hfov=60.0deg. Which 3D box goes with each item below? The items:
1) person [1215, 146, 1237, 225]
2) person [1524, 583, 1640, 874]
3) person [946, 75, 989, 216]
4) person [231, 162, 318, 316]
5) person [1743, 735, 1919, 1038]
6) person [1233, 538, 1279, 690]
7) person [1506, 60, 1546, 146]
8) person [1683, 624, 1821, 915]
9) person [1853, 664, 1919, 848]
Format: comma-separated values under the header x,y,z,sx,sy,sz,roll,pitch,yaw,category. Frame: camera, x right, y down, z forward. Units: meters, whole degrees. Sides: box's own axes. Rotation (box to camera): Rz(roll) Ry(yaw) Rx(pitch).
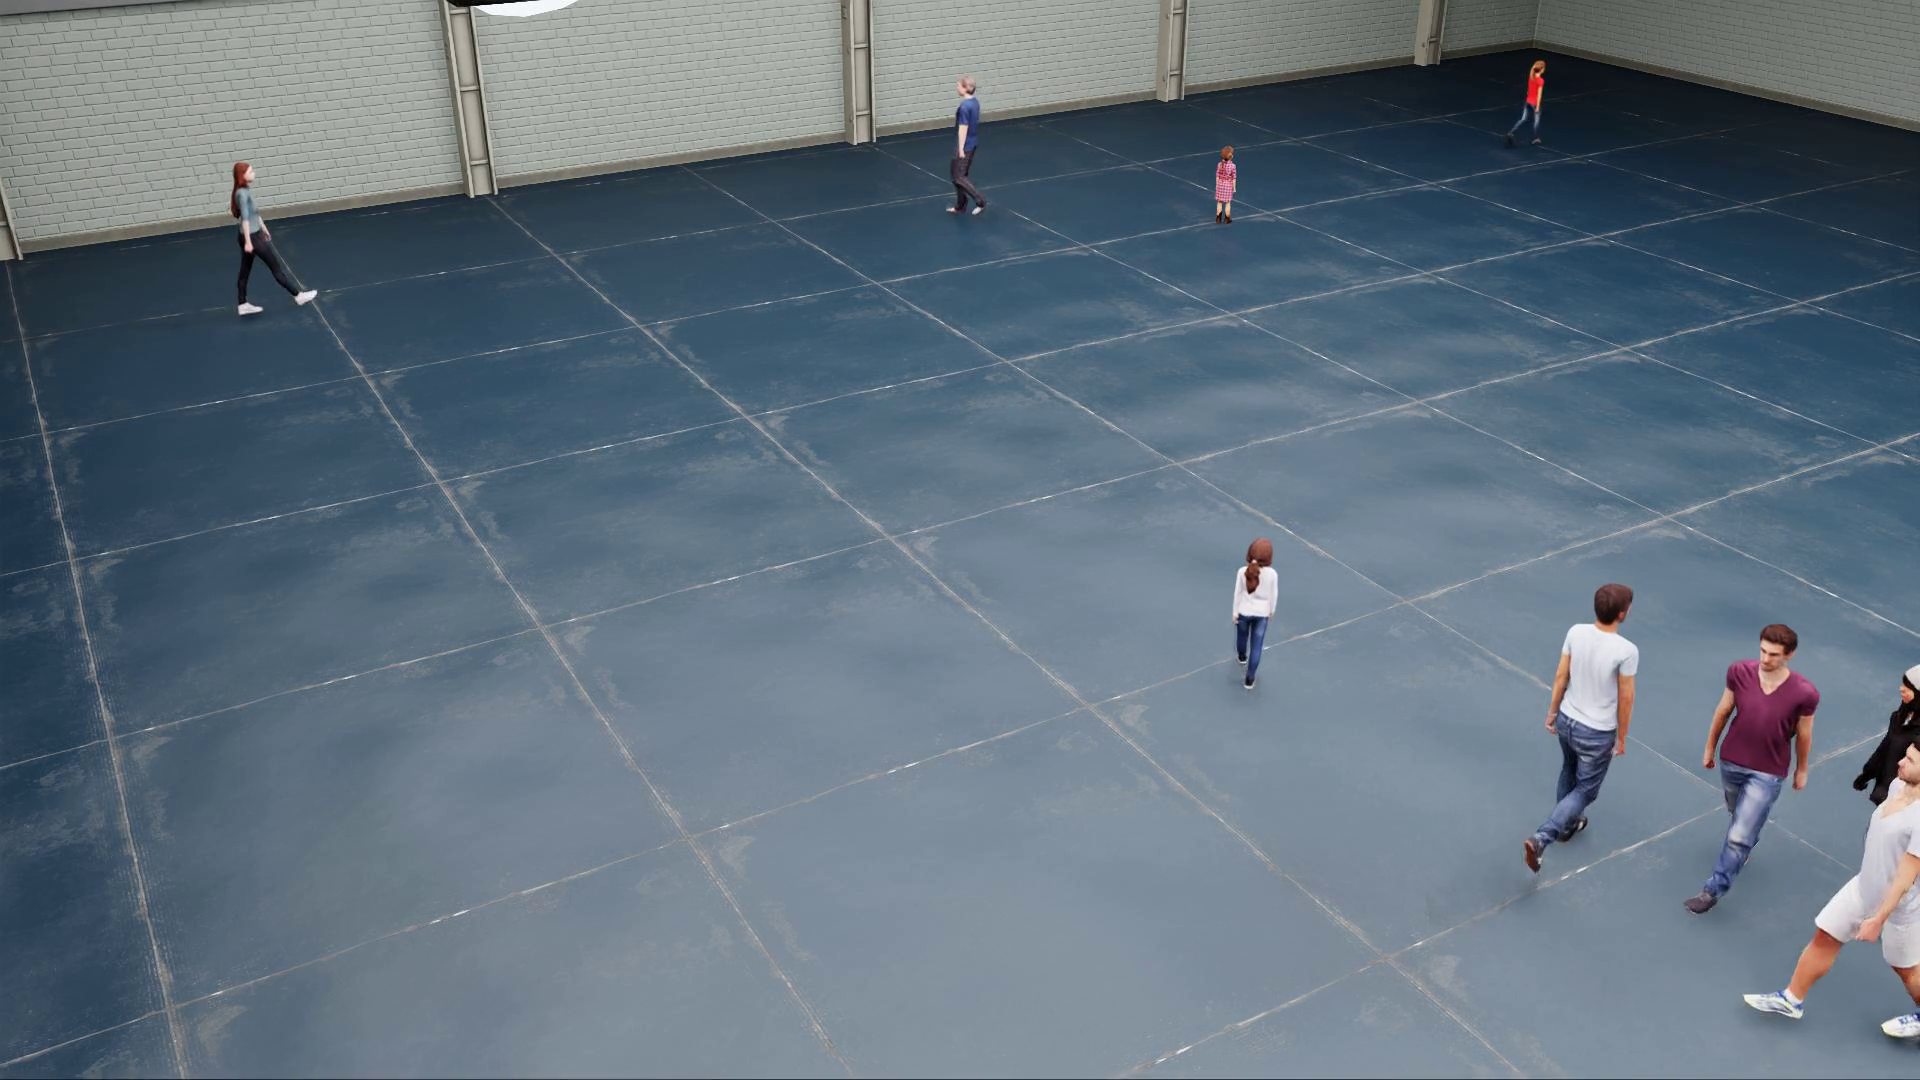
x,y,z,sx,sy,sz,roll,pitch,yaw,category
3.500,-4.692,21.956,0.505,1.022,0.555,12,29,21,person
3.632,1.133,9.747,1.113,1.842,0.761,-22,34,-36,person
0.127,-5.189,22.004,1.007,1.860,0.973,10,29,19,person
-7.987,-3.324,18.555,1.119,1.703,0.702,-11,29,-20,person
4.819,1.825,8.440,1.314,1.809,1.164,3,27,6,person
2.068,0.528,11.747,0.723,1.086,0.767,5,28,10,person
8.734,-6.682,25.531,0.892,1.286,0.524,-12,30,-23,person
4.614,1.254,9.556,1.204,1.801,0.794,-23,35,-38,person
5.422,1.440,9.393,0.811,1.621,0.749,6,28,11,person
